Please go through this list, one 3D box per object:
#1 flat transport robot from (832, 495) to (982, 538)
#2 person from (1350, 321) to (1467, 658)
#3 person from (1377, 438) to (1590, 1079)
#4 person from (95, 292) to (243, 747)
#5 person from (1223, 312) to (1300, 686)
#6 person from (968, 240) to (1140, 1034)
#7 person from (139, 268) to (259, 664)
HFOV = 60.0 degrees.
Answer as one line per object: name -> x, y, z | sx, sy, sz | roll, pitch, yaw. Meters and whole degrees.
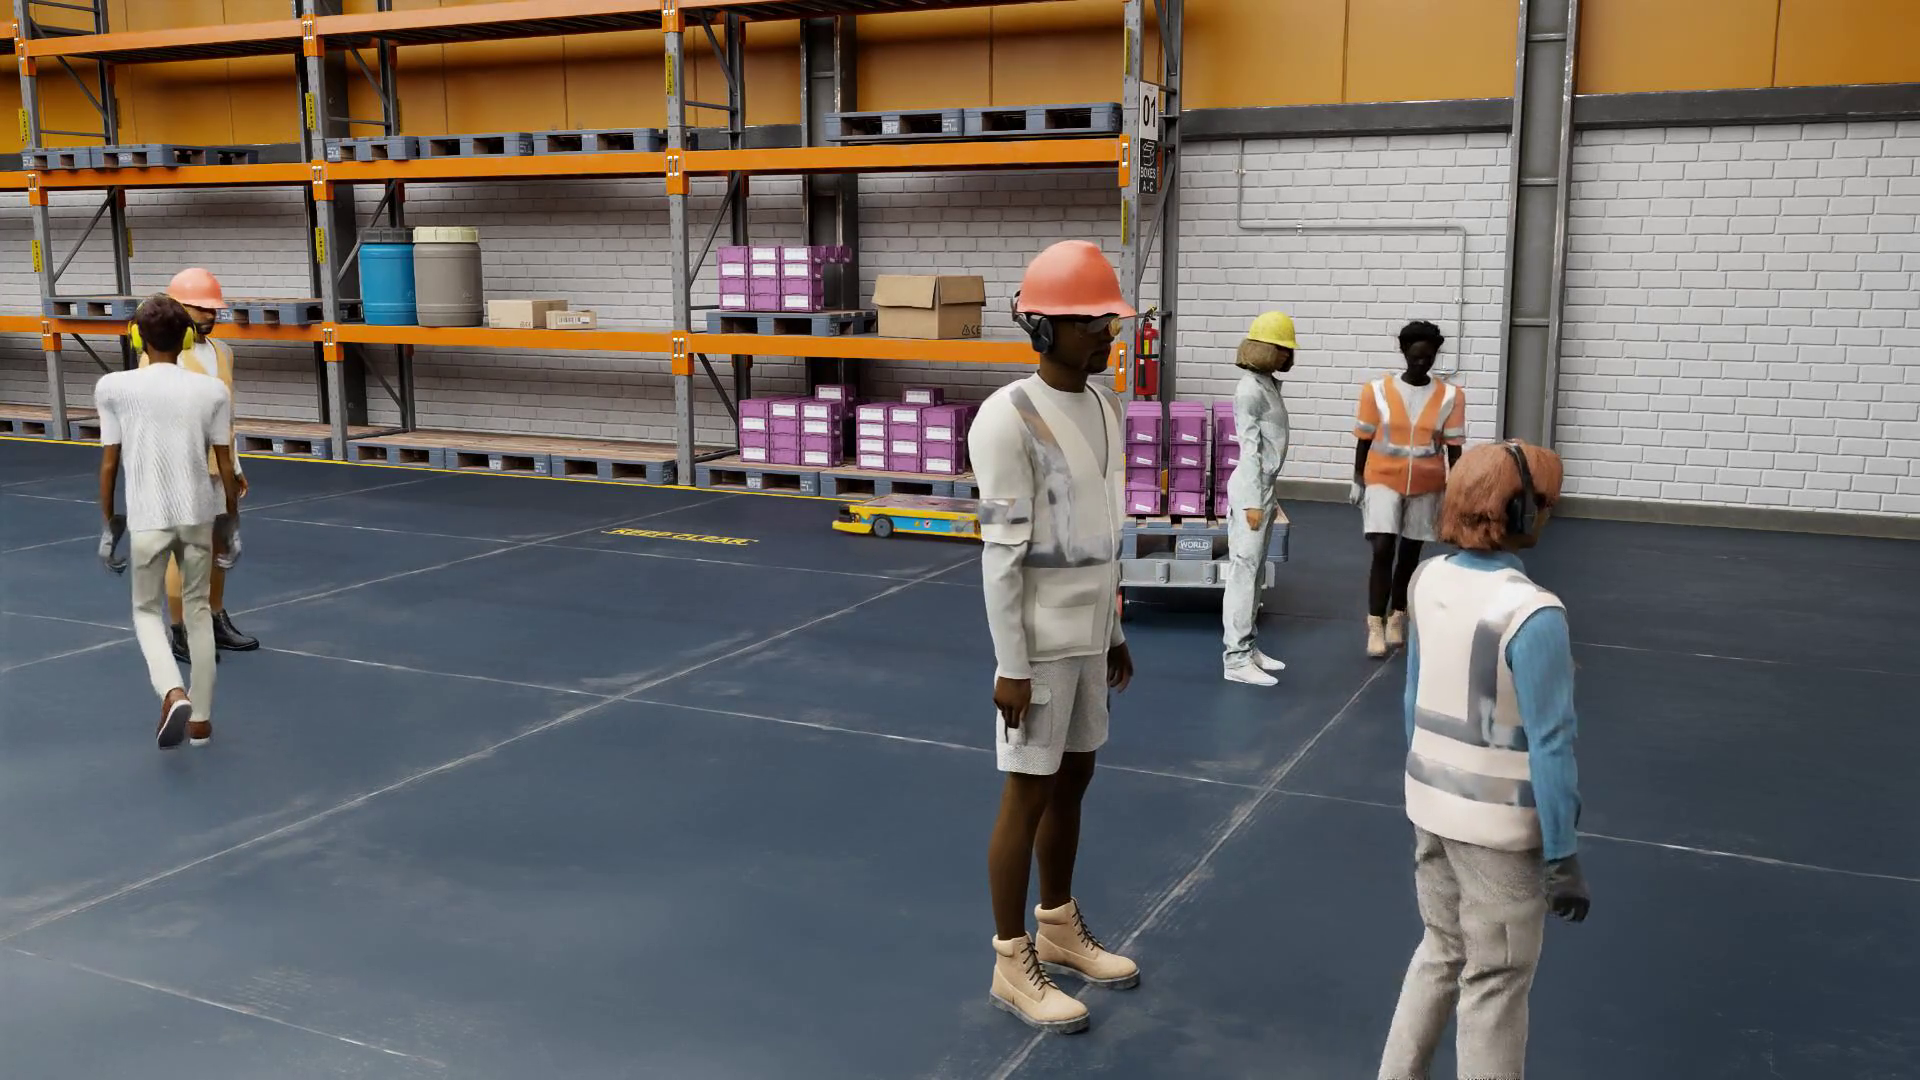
flat transport robot -> -0.124, -0.163, 11.809 | 1.431, 0.197, 0.652 | 4, 11, 24
person -> 2.228, -0.243, 8.238 | 0.544, 1.663, 0.694 | 1, 10, 6
person -> 1.112, 0.603, 3.524 | 0.334, 1.643, 0.524 | -2, 10, -14
person -> -3.160, -0.056, 6.667 | 0.540, 1.853, 0.526 | -6, 12, -31
person -> 1.422, -0.199, 7.825 | 0.311, 1.736, 0.483 | 3, 10, 19
person -> 0.280, 0.248, 4.384 | 0.376, 2.043, 0.609 | 6, 12, 32
person -> -3.721, -0.364, 8.200 | 0.377, 1.932, 0.551 | 3, 10, 16
